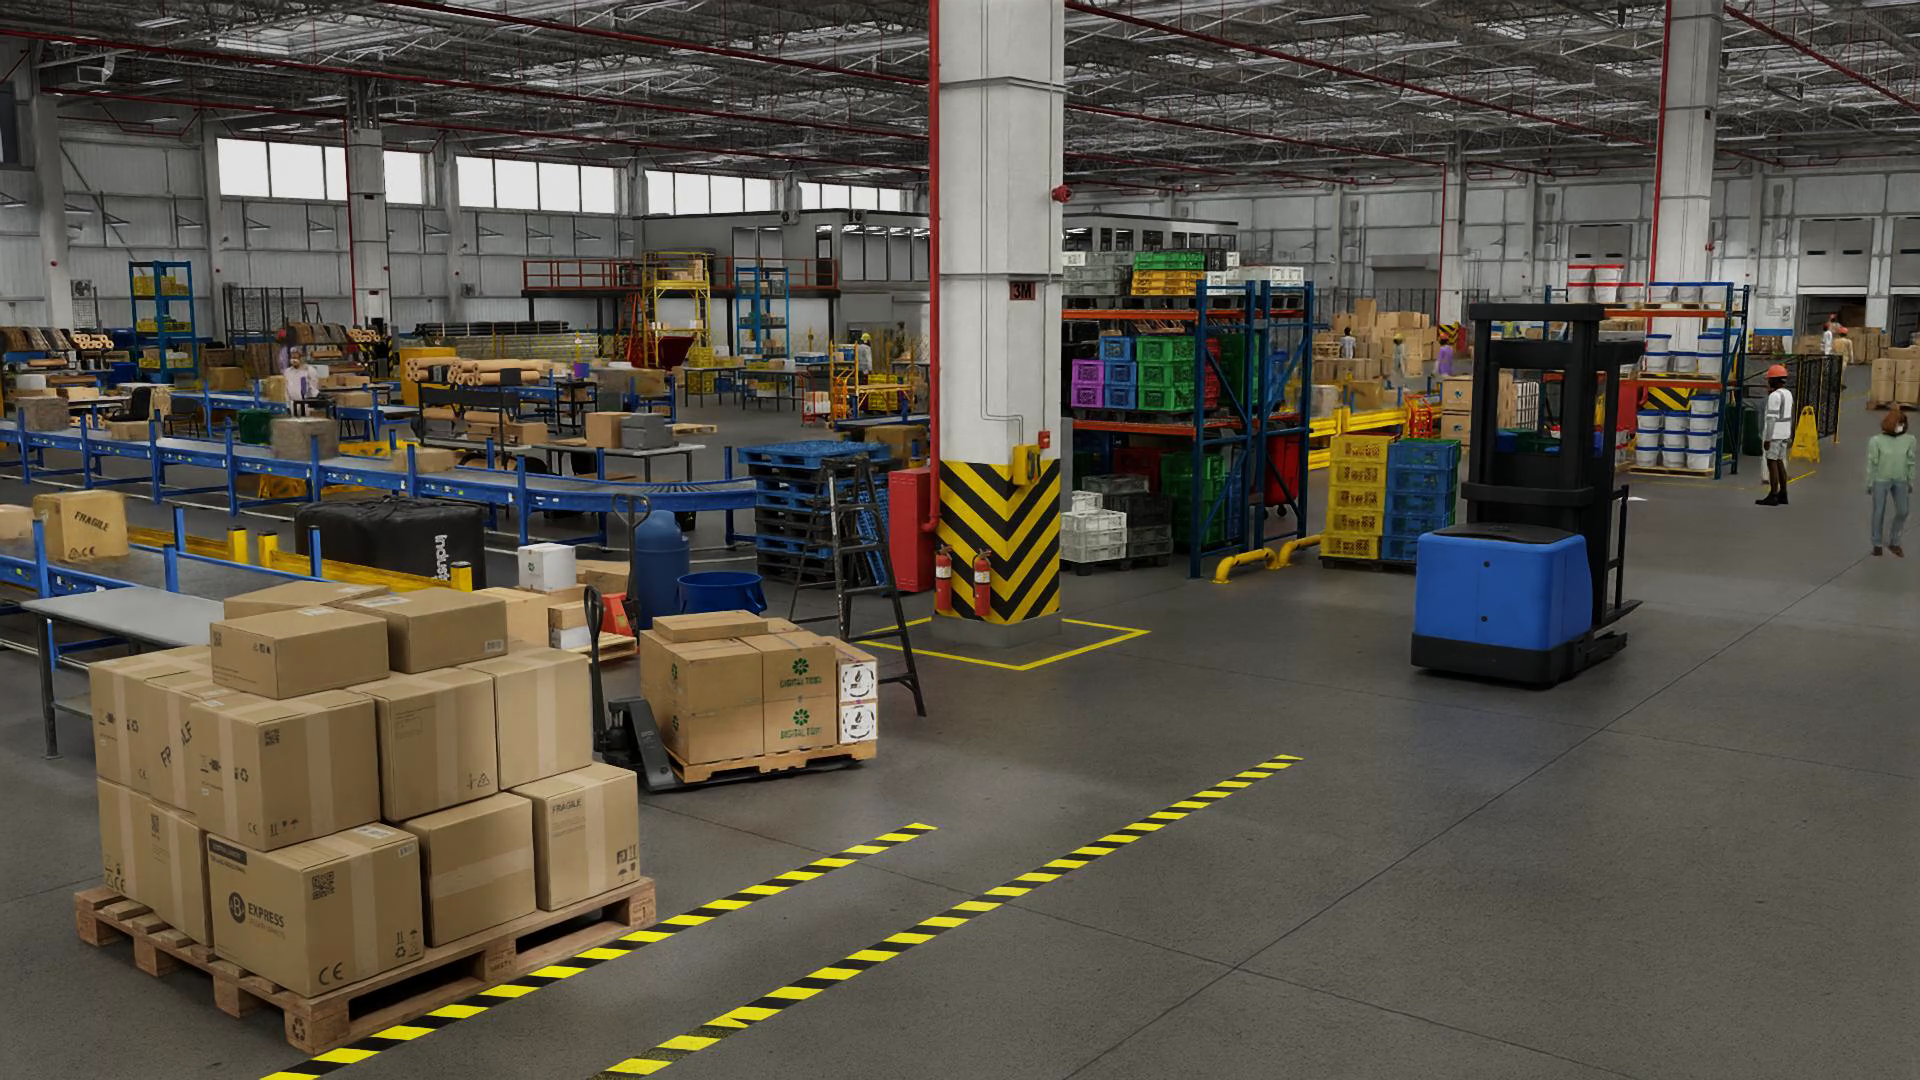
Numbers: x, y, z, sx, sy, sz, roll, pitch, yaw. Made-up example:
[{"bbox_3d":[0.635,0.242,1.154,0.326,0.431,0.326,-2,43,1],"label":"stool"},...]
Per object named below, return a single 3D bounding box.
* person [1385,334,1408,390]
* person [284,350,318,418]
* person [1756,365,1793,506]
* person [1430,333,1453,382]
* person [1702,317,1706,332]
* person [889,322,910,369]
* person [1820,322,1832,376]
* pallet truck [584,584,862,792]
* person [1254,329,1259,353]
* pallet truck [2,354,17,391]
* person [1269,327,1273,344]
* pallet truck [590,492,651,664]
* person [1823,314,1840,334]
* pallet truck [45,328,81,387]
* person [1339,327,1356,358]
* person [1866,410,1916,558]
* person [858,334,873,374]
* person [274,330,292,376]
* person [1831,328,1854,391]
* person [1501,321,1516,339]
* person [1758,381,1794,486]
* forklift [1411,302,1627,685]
[{"bbox_3d":[12.906,-5.226,49.097,0.891,1.695,0.504,-5,10,-29],"label":"person"},{"bbox_3d":[-11.663,-2.407,29.440,0.651,1.898,0.401,2,9,11],"label":"person"},{"bbox_3d":[11.153,-1.432,22.770,0.544,1.927,0.396,-8,12,-43],"label":"person"},{"bbox_3d":[12.095,-4.249,41.851,0.980,1.883,0.571,7,11,40],"label":"person"},{"bbox_3d":[31.599,-8.623,71.203,0.666,1.920,0.629,6,10,35],"label":"person"},{"bbox_3d":[-2.323,-7.413,63.412,0.755,1.828,0.517,-1,8,-6],"label":"person"},{"bbox_3d":[30.201,-6.642,58.014,0.337,1.883,0.584,6,11,37],"label":"person"},{"bbox_3d":[-1.426,0.805,10.019,1.601,1.201,0.680,-4,9,-26],"label":"pallet truck"},{"bbox_3d":[9.184,-5.685,51.620,0.614,1.868,1.027,-5,10,-32],"label":"person"},{"bbox_3d":[-24.881,-4.417,42.634,1.885,1.965,0.823,8,11,41],"label":"pallet truck"},{"bbox_3d":[12.795,-8.356,69.620,0.434,1.870,0.573,-7,11,-38],"label":"person"},{"bbox_3d":[-3.115,0.344,12.883,0.653,1.274,1.630,7,11,37],"label":"pallet truck"},{"bbox_3d":[37.671,-8.759,71.916,0.622,1.993,0.384,5,10,30],"label":"person"},{"bbox_3d":[-23.775,-4.544,43.495,1.885,1.965,0.823,6,10,35],"label":"pallet truck"},{"bbox_3d":[11.877,-5.595,51.030,0.518,1.865,0.326,0,8,0],"label":"person"},{"bbox_3d":[10.211,-0.607,18.220,0.518,1.623,0.500,1,9,10],"label":"person"},{"bbox_3d":[-2.524,-4.574,44.261,0.404,1.829,0.591,-6,11,-37],"label":"person"},{"bbox_3d":[-16.119,-3.988,39.637,0.423,2.029,0.644,-7,11,-41],"label":"person"},{"bbox_3d":[25.971,-5.295,48.963,1.010,1.886,0.550,-6,10,-33],"label":"person"},{"bbox_3d":[25.484,-9.455,77.260,0.654,1.794,0.927,2,9,13],"label":"person"},{"bbox_3d":[12.326,-1.625,25.109,0.700,1.597,0.524,-8,12,-43],"label":"person"},{"bbox_3d":[4.379,-0.438,12.852,1.129,2.768,1.873,7,11,37],"label":"forklift"}]
